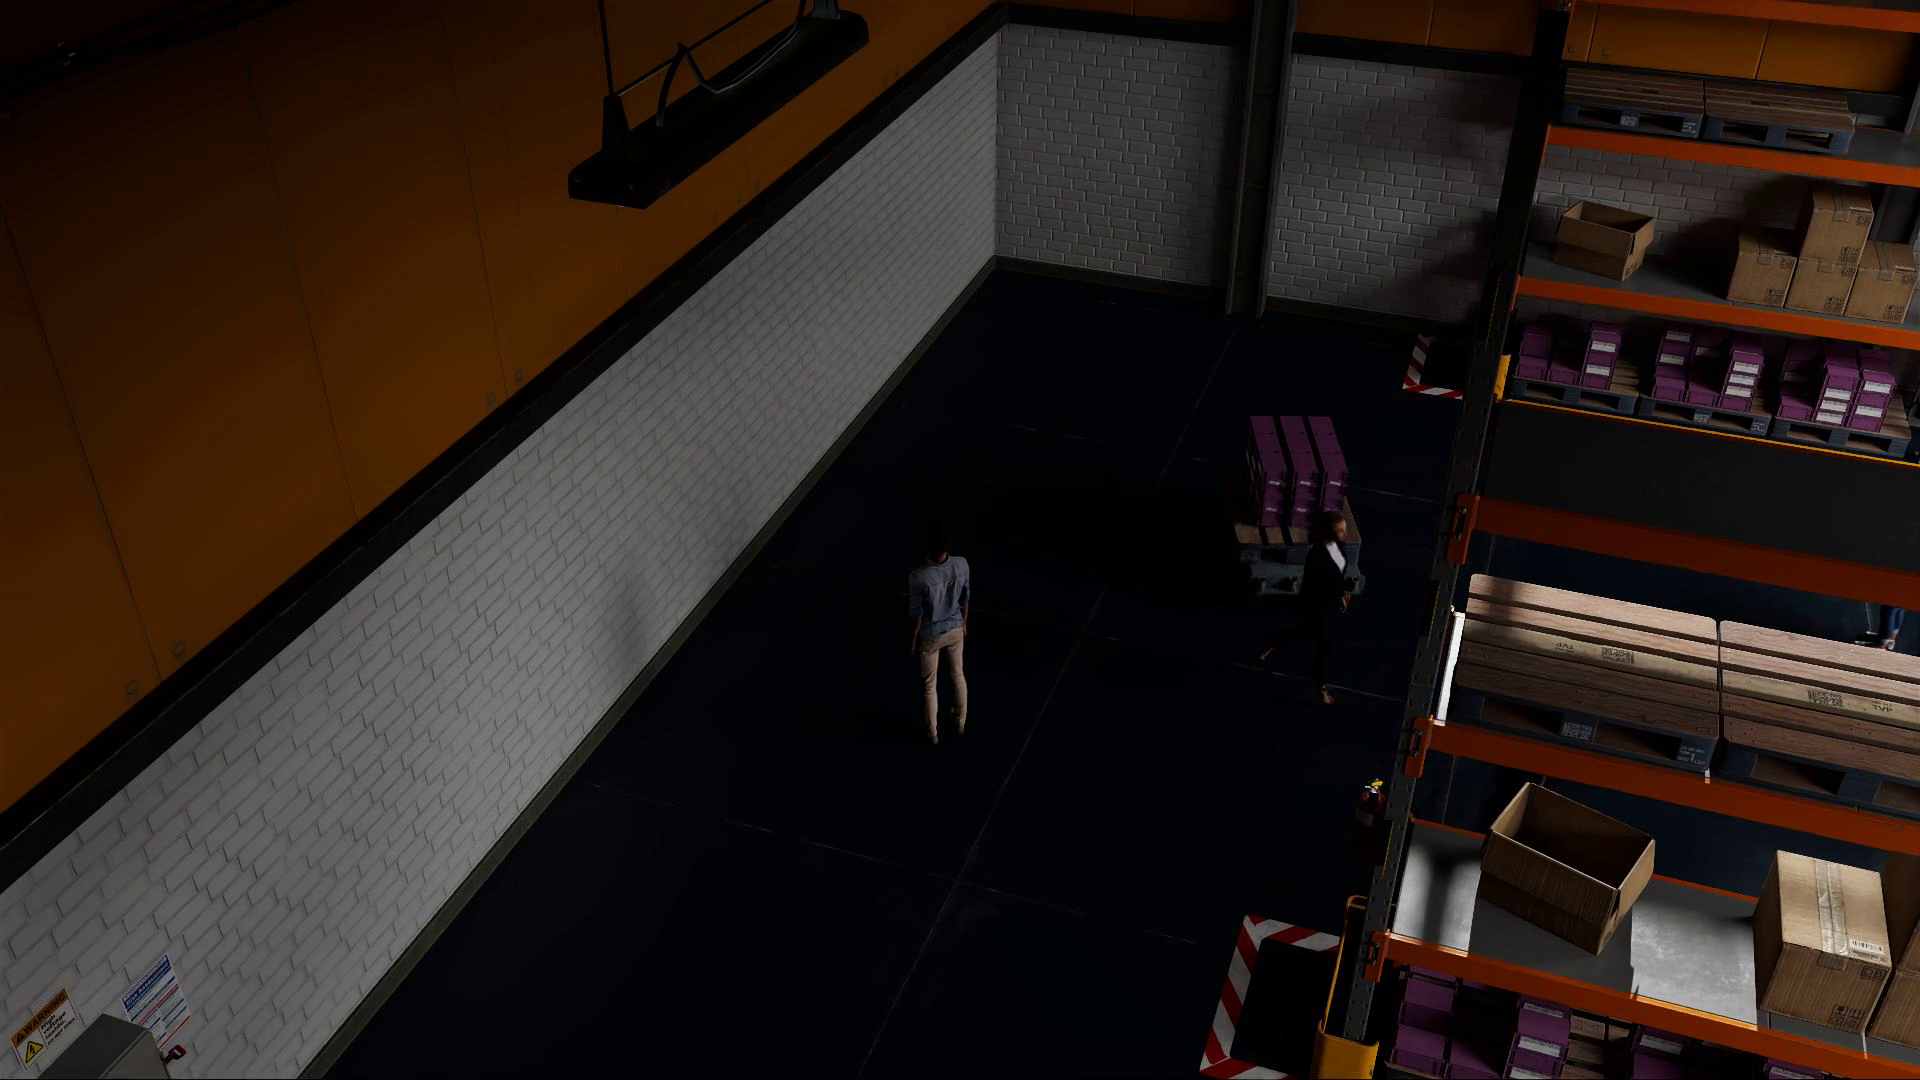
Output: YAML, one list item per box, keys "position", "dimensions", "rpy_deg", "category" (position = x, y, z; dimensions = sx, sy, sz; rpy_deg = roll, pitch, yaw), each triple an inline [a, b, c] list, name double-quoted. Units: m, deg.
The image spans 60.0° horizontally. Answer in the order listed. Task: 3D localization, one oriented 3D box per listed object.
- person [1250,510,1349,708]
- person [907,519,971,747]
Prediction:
- position: [2.581, 0.464, 12.368]
  dimensions: [1.092, 1.675, 0.780]
  rpy_deg: [20, 39, 28]
  category: "person"
- position: [-0.151, 0.659, 11.919]
  dimensions: [0.725, 1.847, 0.769]
  rpy_deg: [-17, 37, -23]
  category: "person"
